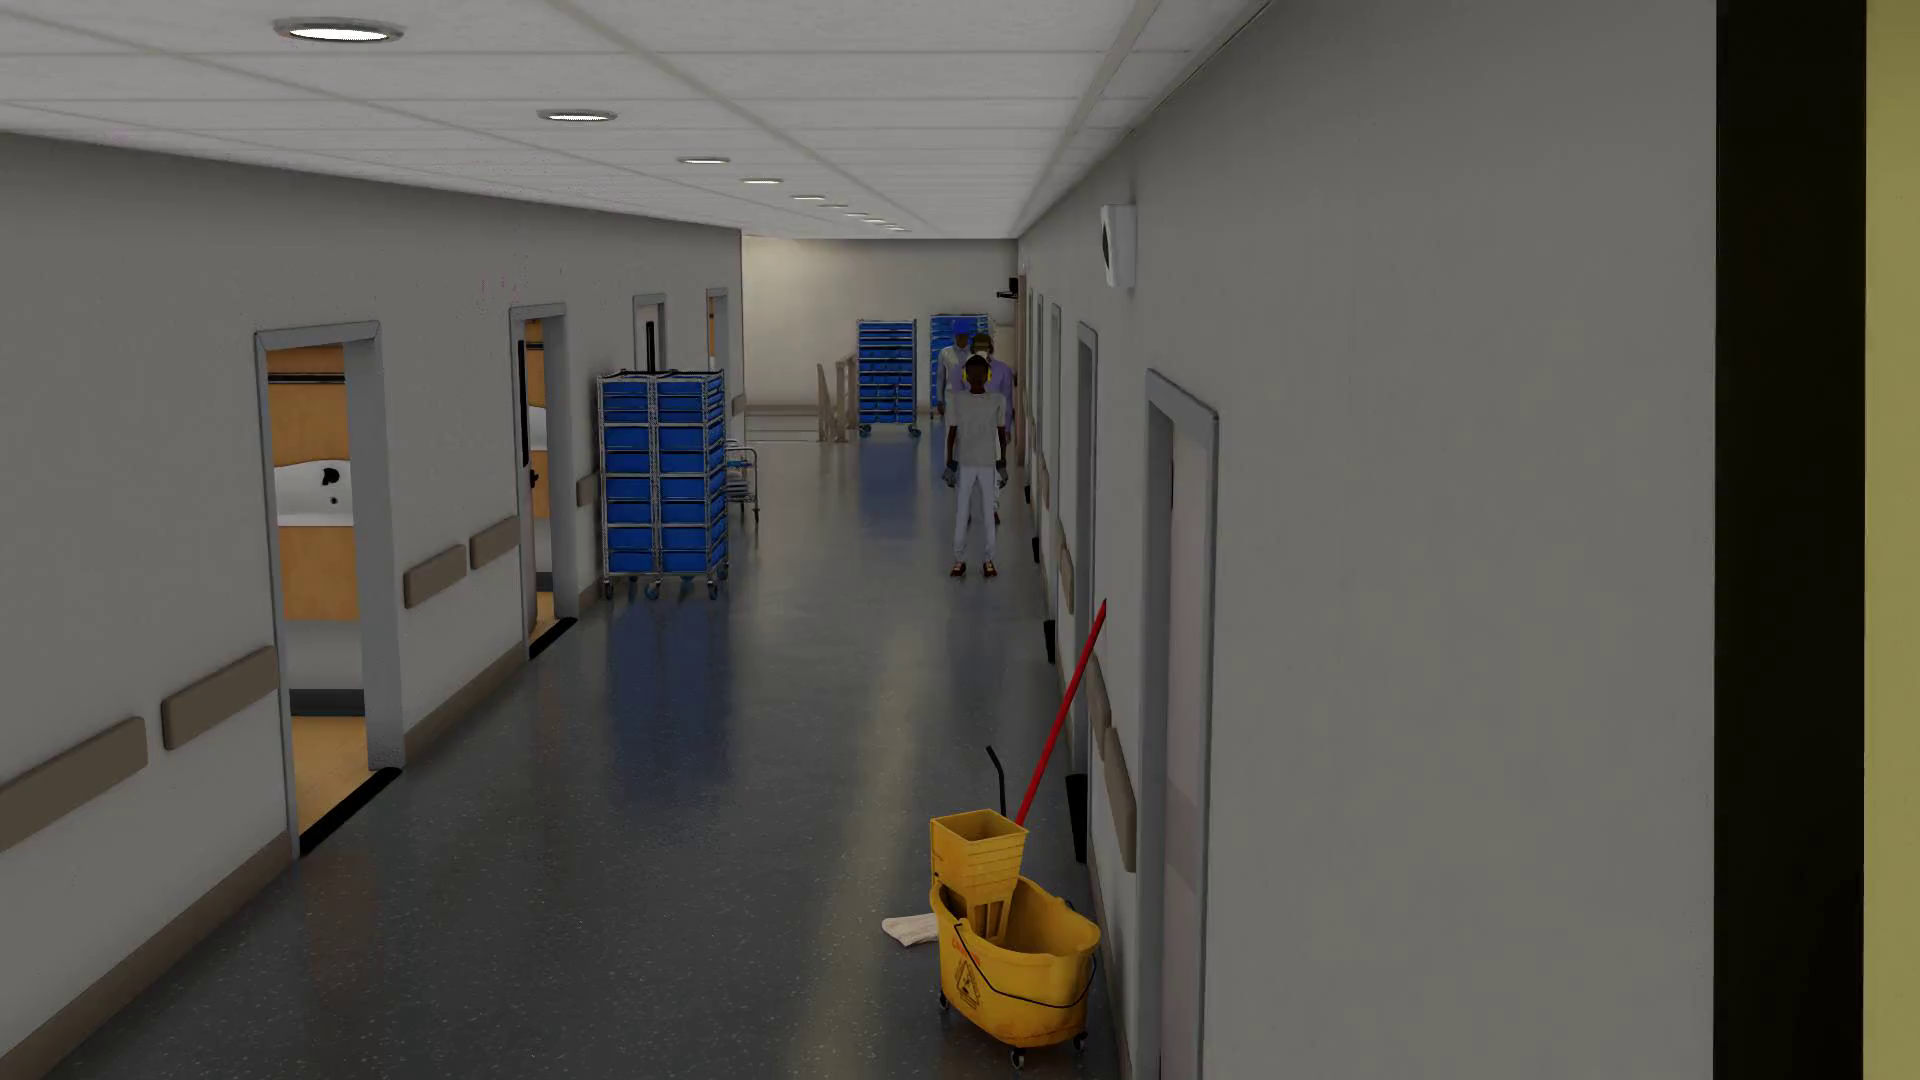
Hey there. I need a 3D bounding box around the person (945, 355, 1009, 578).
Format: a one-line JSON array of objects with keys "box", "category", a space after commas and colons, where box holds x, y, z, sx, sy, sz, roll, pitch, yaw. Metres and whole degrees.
[{"box": [0.140, -0.611, 13.851, 0.533, 1.864, 0.310, 0, 9, 1], "category": "person"}]

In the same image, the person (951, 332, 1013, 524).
[{"box": [0.214, -1.116, 16.663, 0.635, 1.936, 0.356, 0, 9, 1], "category": "person"}]

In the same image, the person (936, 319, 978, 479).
[{"box": [0.020, -1.701, 20.134, 0.615, 1.945, 0.404, 0, 9, 1], "category": "person"}]
